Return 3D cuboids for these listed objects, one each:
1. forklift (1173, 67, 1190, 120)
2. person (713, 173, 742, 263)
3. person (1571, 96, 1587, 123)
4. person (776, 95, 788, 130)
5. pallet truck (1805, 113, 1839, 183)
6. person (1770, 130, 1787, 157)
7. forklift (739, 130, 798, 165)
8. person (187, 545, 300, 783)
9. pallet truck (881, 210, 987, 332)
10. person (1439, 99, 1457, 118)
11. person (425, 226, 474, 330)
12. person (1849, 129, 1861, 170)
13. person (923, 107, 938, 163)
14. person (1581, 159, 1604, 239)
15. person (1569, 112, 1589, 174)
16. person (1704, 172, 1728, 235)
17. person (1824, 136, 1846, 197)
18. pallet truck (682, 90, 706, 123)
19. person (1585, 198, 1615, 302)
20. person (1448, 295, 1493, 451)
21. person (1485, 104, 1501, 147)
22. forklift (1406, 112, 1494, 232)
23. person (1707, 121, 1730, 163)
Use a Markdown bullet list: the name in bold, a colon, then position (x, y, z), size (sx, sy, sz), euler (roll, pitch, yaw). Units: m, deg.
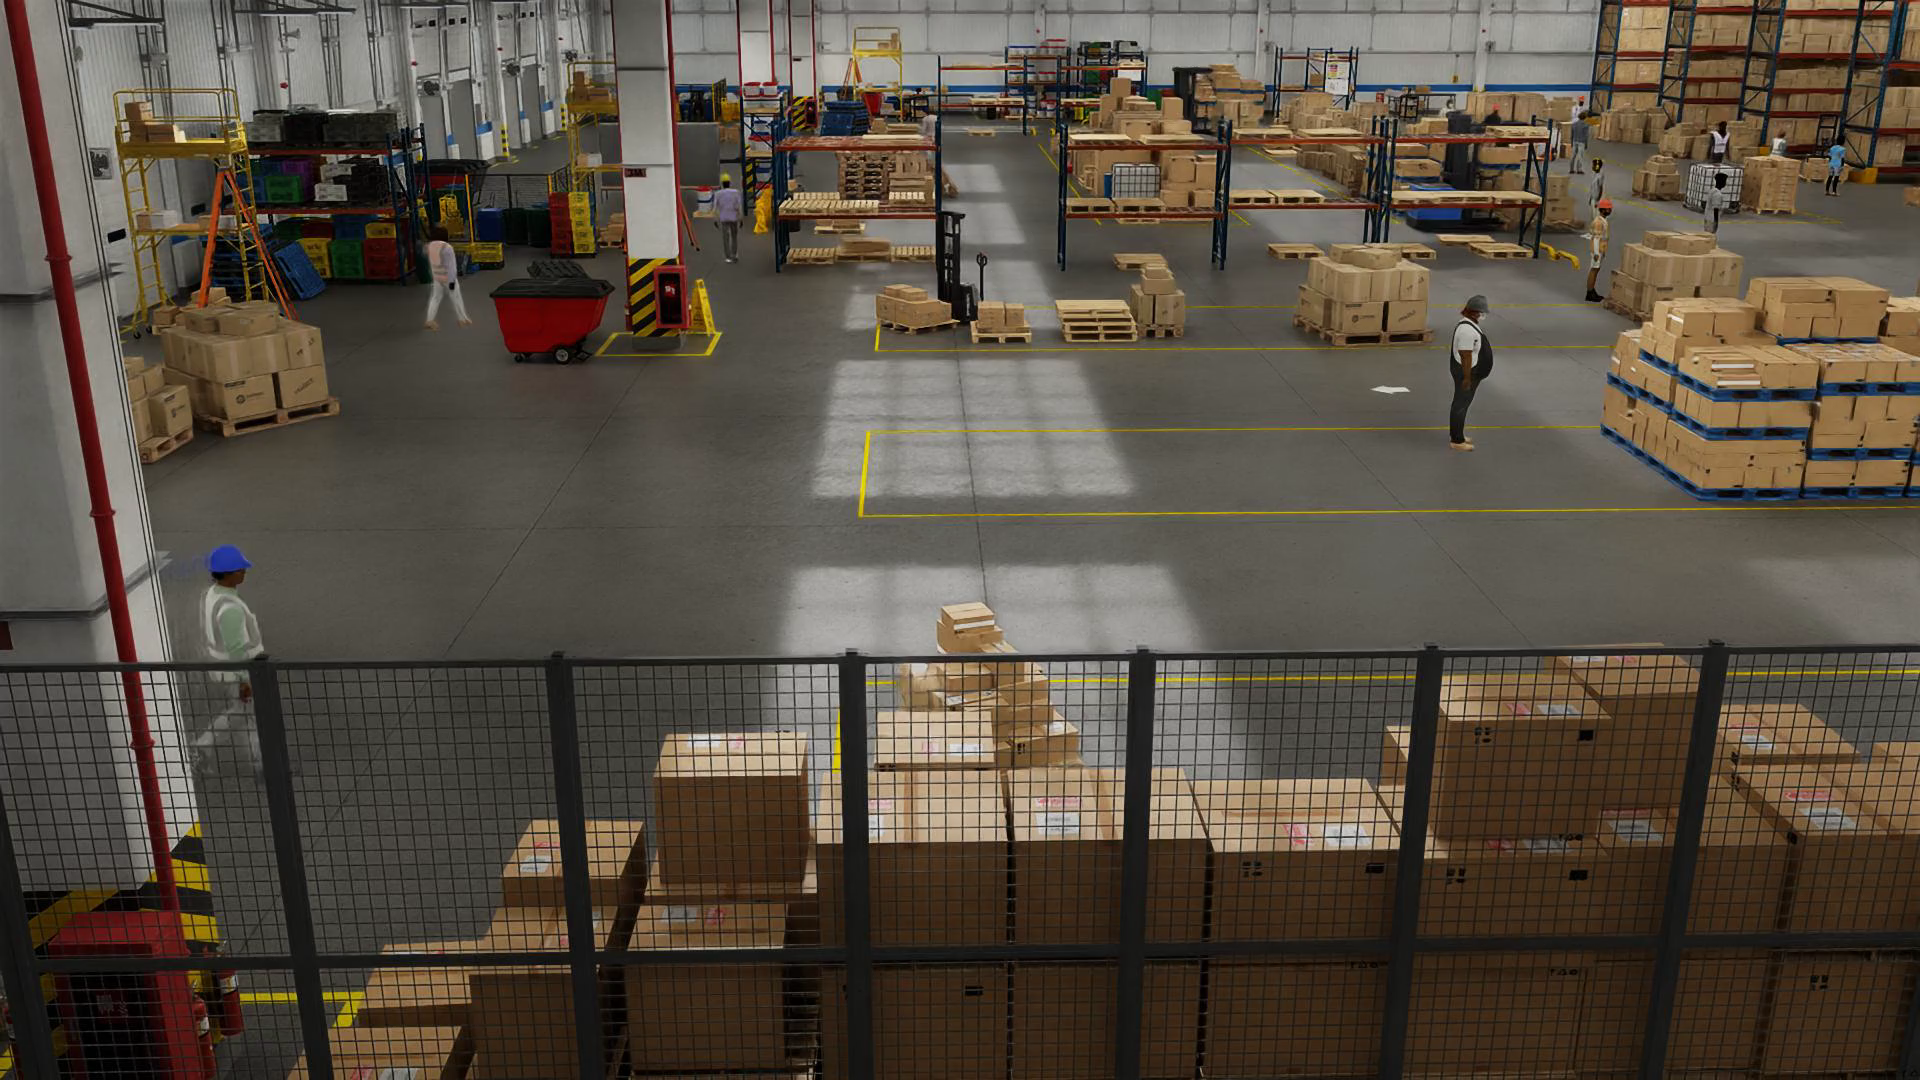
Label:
- **forklift**: position (8.060, -15.894, 61.021), size (1.873, 2.768, 1.129), euler (-4, 19, -11)
- **person**: position (-5.057, -7.011, 36.189), size (0.609, 1.889, 0.848), euler (-4, 19, -11)
- **person**: position (22.448, -15.180, 60.433), size (0.561, 1.895, 0.978), euler (-1, 19, -4)
- **person**: position (-6.875, -16.397, 64.377), size (0.547, 1.664, 0.727), euler (-2, 19, -6)
- **pallet truck**: position (26.403, -11.957, 50.702), size (0.823, 1.965, 1.885), euler (6, 19, 16)
- **person**: position (24.473, -11.465, 49.822), size (0.332, 1.637, 0.546), euler (-5, 19, -15)
- **forklift**: position (-6.389, -13.889, 55.073), size (1.873, 2.768, 1.129), euler (-1, 19, -1)
- **person**: position (-5.493, 0.964, 12.482), size (0.722, 1.928, 0.613), euler (-10, 21, -28)
- **pallet truck**: position (-0.493, -4.759, 29.349), size (1.885, 1.965, 0.823), euler (-13, 23, -34)
- **person**: position (17.036, -14.453, 58.225), size (0.644, 1.924, 0.663), euler (-4, 19, -12)
- **person**: position (-9.077, -4.599, 29.189), size (0.639, 1.801, 0.944), euler (12, 22, 31)
- **person**: position (29.155, -12.926, 53.818), size (0.633, 1.842, 0.429), euler (-3, 19, -10)
- **person**: position (-0.940, -13.210, 54.513), size (0.629, 1.939, 0.372), euler (-9, 21, -26)
- **person**: position (15.015, -8.059, 39.347), size (0.334, 1.865, 0.517), euler (1, 19, 2)
- **person**: position (19.538, -12.525, 52.479), size (0.372, 1.940, 0.630), euler (-13, 23, -35)
- **person**: position (16.226, -6.923, 35.822), size (0.362, 1.960, 0.612), euler (4, 19, 10)
- **person**: position (24.864, -10.611, 47.172), size (0.316, 1.695, 0.542), euler (-5, 19, -15)
- **pallet truck**: position (-9.671, -15.907, 62.421), size (0.823, 1.965, 1.885), euler (5, 19, 15)
- **person**: position (12.209, -5.534, 31.735), size (0.354, 1.942, 0.545), euler (11, 22, 30)
- **person**: position (6.658, -2.196, 21.680), size (0.536, 2.000, 0.688), euler (5, 19, 14)
- **person**: position (17.652, -13.498, 55.296), size (0.629, 1.980, 0.617), euler (-6, 20, -17)
- **forklift**: position (12.031, -8.987, 40.531), size (1.873, 2.768, 1.129), euler (-1, 19, -2)
- **person**: position (22.579, -11.467, 49.401), size (0.594, 1.895, 0.667), euler (-4, 19, -13)
